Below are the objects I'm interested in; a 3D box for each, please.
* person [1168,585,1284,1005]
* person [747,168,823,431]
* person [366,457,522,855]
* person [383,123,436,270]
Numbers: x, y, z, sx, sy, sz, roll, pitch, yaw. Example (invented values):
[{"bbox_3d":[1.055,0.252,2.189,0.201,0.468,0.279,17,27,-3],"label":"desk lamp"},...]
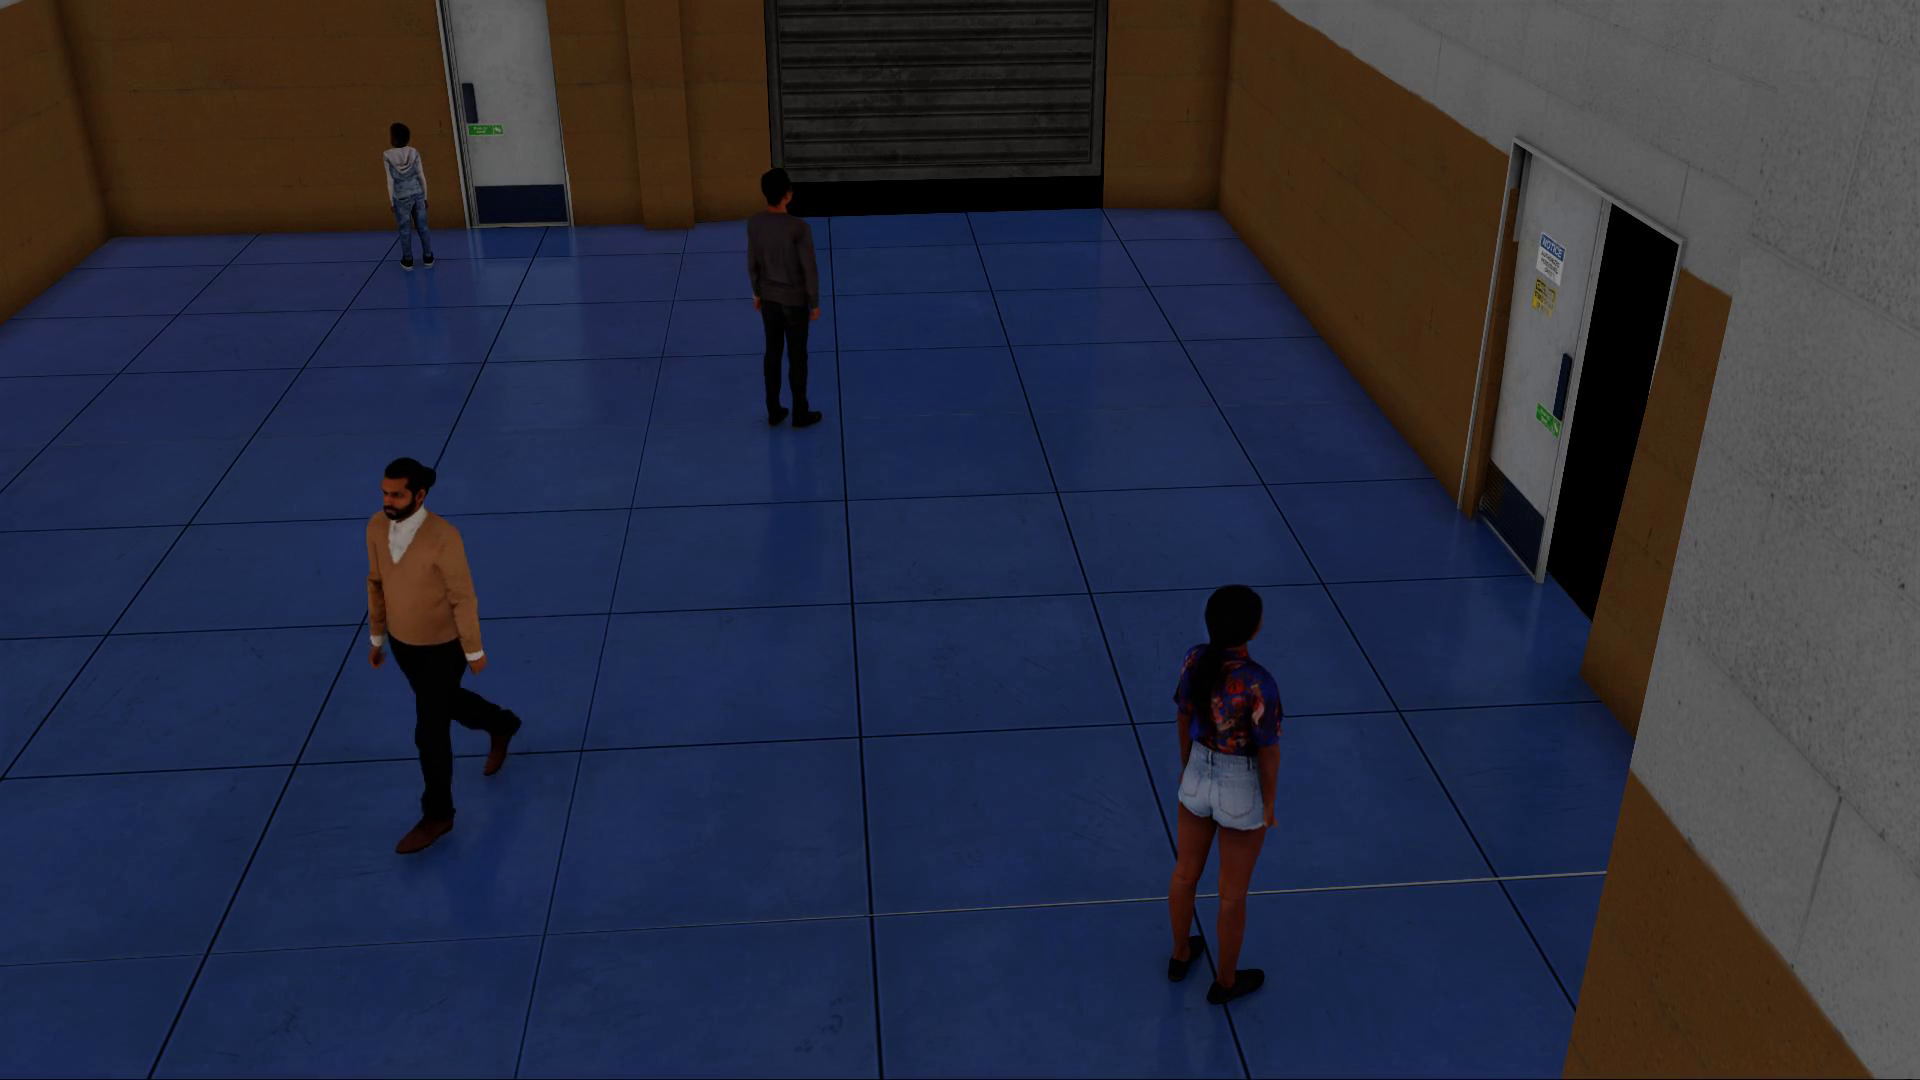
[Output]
[{"bbox_3d":[0.967,0.934,6.155,0.666,1.743,0.715,23,35,38],"label":"person"},{"bbox_3d":[-1.191,-1.603,11.132,0.628,1.767,0.776,22,34,37],"label":"person"},{"bbox_3d":[-2.235,0.413,7.190,1.157,1.730,1.137,16,31,29],"label":"person"},{"bbox_3d":[-4.798,-2.992,14.431,0.519,1.260,0.606,-13,30,-24],"label":"person"}]
